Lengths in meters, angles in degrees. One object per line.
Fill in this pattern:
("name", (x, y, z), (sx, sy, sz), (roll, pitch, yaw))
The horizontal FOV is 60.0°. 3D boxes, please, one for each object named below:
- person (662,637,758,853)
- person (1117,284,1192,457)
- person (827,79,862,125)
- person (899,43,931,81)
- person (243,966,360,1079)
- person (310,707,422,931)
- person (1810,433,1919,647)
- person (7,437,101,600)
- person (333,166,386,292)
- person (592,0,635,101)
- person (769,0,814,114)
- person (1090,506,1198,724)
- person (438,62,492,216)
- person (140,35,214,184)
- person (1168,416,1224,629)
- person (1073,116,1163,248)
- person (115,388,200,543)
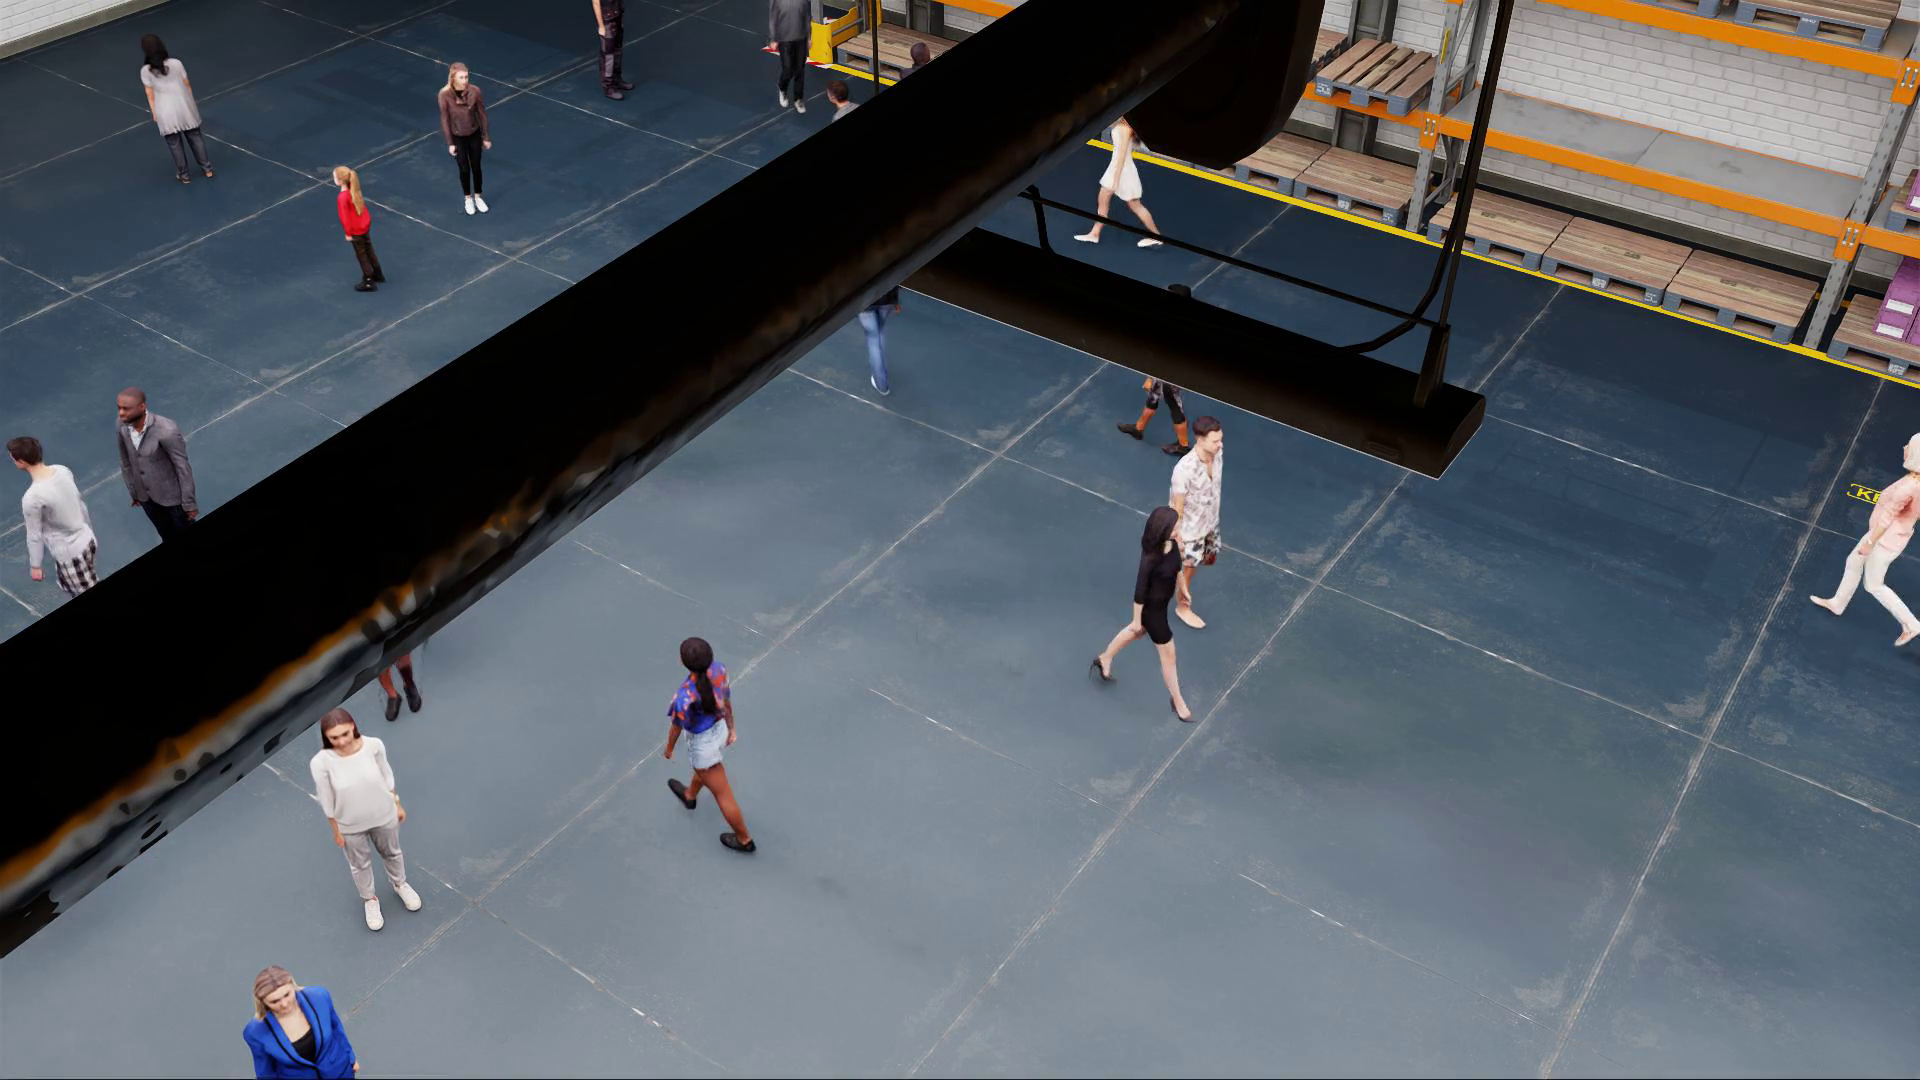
("person", (-1.511, 1.326, 10.405), (1.021, 1.706, 0.587), (23, 44, 26))
("person", (1.841, -1.389, 13.856), (0.977, 1.643, 0.749), (14, 41, 16))
("person", (-1.013, -3.644, 16.521), (1.058, 1.840, 0.705), (25, 45, 28))
("person", (-0.399, -4.296, 17.342), (0.537, 1.836, 0.773), (29, 47, 31))
("person", (-3.352, 2.772, 8.600), (0.654, 1.700, 0.599), (-31, 48, -33))
("person", (-3.596, 1.641, 10.025), (0.671, 1.688, 0.665), (-22, 44, -25))
("person", (6.801, 0.025, 12.041), (1.064, 1.698, 0.688), (31, 48, 33))
("person", (-6.259, 0.061, 11.889), (0.887, 1.831, 0.828), (-1, 39, -2))
("person", (-5.876, -3.047, 16.221), (0.594, 1.282, 0.559), (4, 39, 5))
("person", (-4.171, -6.180, 19.691), (0.693, 1.848, 0.731), (10, 40, 13))
("person", (-1.981, -5.878, 19.391), (0.772, 1.750, 0.816), (-17, 42, -20))
("person", (1.256, 0.451, 11.458), (1.129, 1.760, 0.715), (18, 42, 22))
("person", (-5.185, -4.225, 17.374), (0.733, 1.683, 0.761), (-16, 41, -19))
("person", (-8.504, -4.671, 17.989), (0.722, 1.613, 0.753), (-25, 45, -28))
("person", (1.643, -0.186, 12.223), (0.757, 1.801, 0.867), (-32, 48, -33))
("person", (1.727, -3.668, 16.688), (1.203, 1.670, 0.949), (4, 39, 5))
("person", (-5.939, -0.365, 12.433), (0.679, 1.818, 0.850), (9, 40, 11))
